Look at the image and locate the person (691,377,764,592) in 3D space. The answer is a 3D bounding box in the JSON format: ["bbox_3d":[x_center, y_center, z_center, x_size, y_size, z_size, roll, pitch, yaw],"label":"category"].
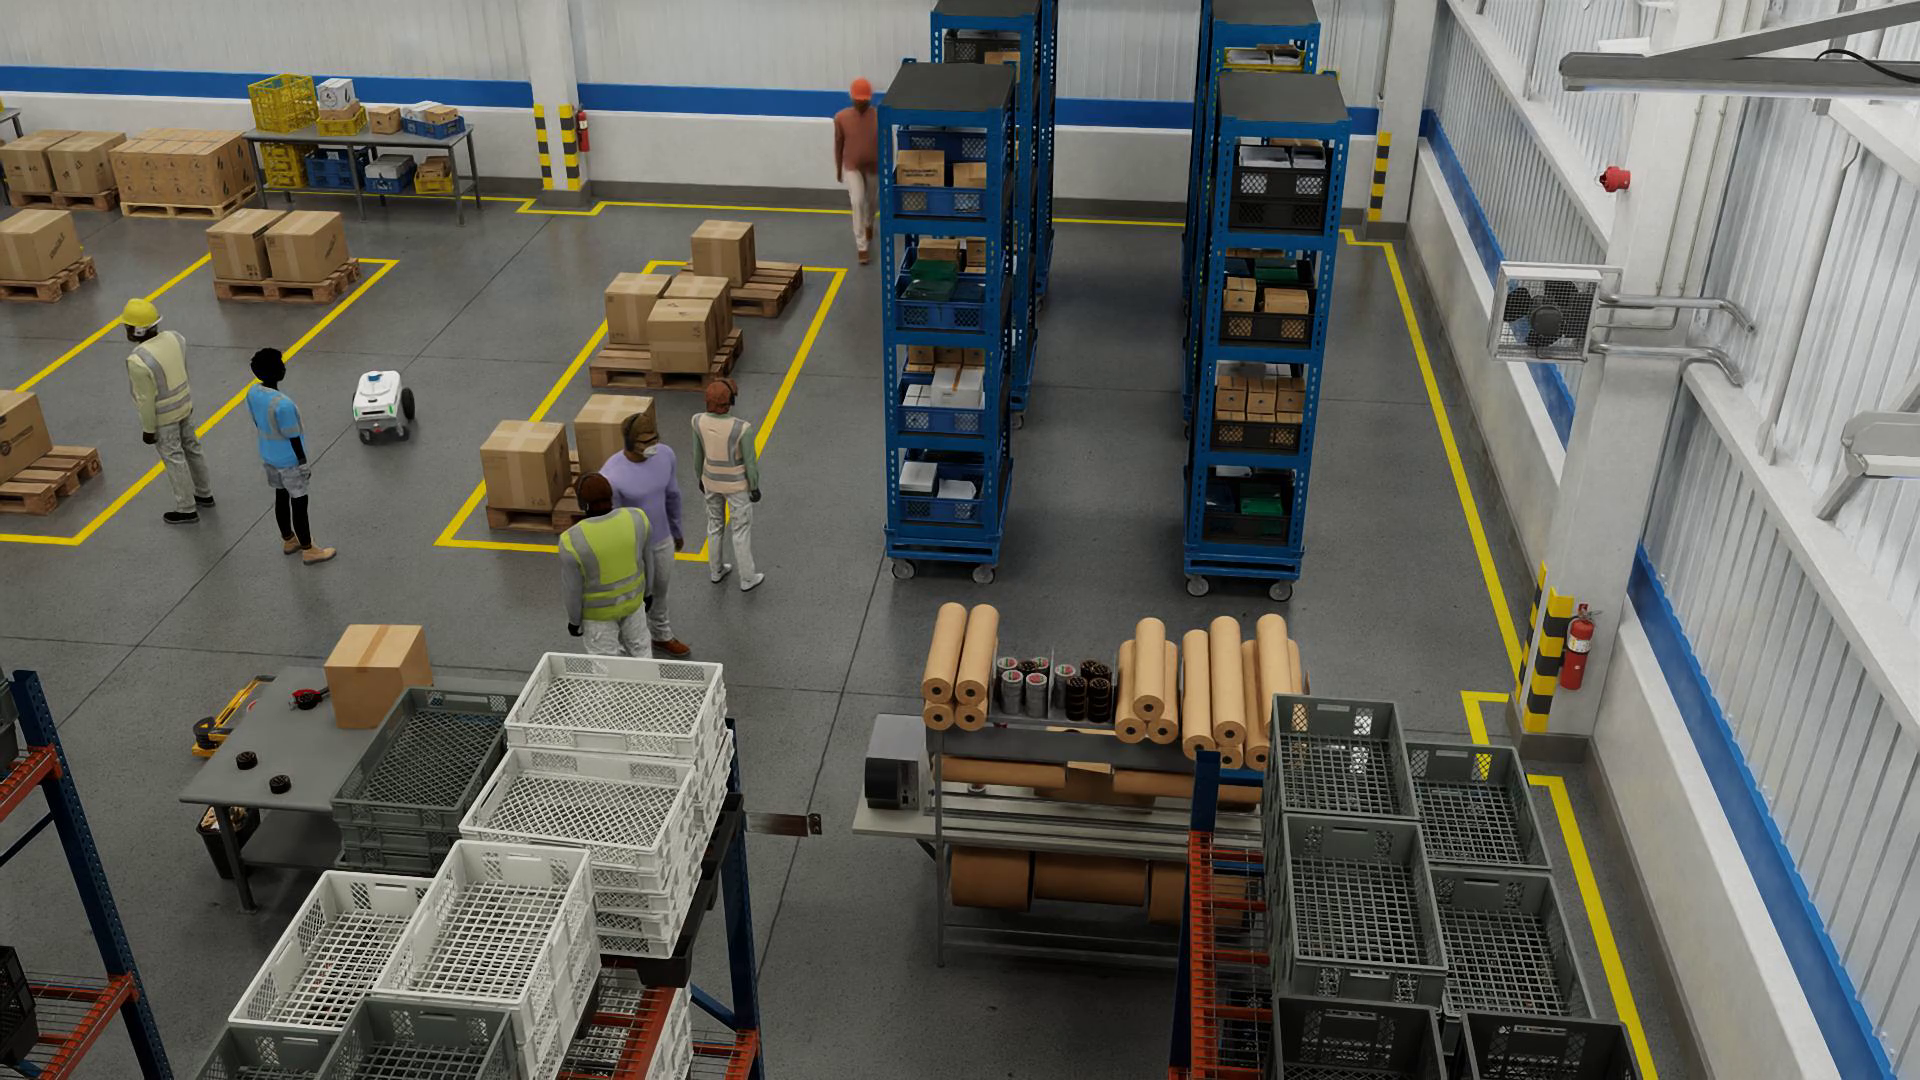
[{"bbox_3d":[-1.680,-0.396,11.987,0.518,1.633,0.312,14,33,23],"label":"person"}]

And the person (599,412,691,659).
[{"bbox_3d":[-2.082,0.023,10.985,0.394,1.927,0.642,24,38,35],"label":"person"}]

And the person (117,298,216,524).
[{"bbox_3d":[-6.129,-1.001,12.820,0.404,1.837,0.590,5,31,8],"label":"person"}]

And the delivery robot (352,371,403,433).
[{"bbox_3d":[-5.030,-1.221,14.373,0.477,0.478,0.707,-6,31,-10],"label":"delivery robot"}]

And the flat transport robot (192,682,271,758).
[{"bbox_3d":[-4.089,1.163,10.648,1.431,0.197,0.652,3,30,6],"label":"flat transport robot"}]

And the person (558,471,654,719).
[{"bbox_3d":[-2.198,0.396,10.419,0.625,1.841,0.429,-23,37,-34],"label":"person"}]

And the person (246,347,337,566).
[{"bbox_3d":[-4.988,-0.624,12.310,0.540,1.695,0.317,23,37,34],"label":"person"}]

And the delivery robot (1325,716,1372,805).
[{"bbox_3d":[2.437,1.345,9.966,0.477,0.478,0.707,-2,30,-3],"label":"delivery robot"}]

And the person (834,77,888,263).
[{"bbox_3d":[-1.047,-4.073,17.989,0.619,1.950,1.013,-3,30,-5],"label":"person"}]
